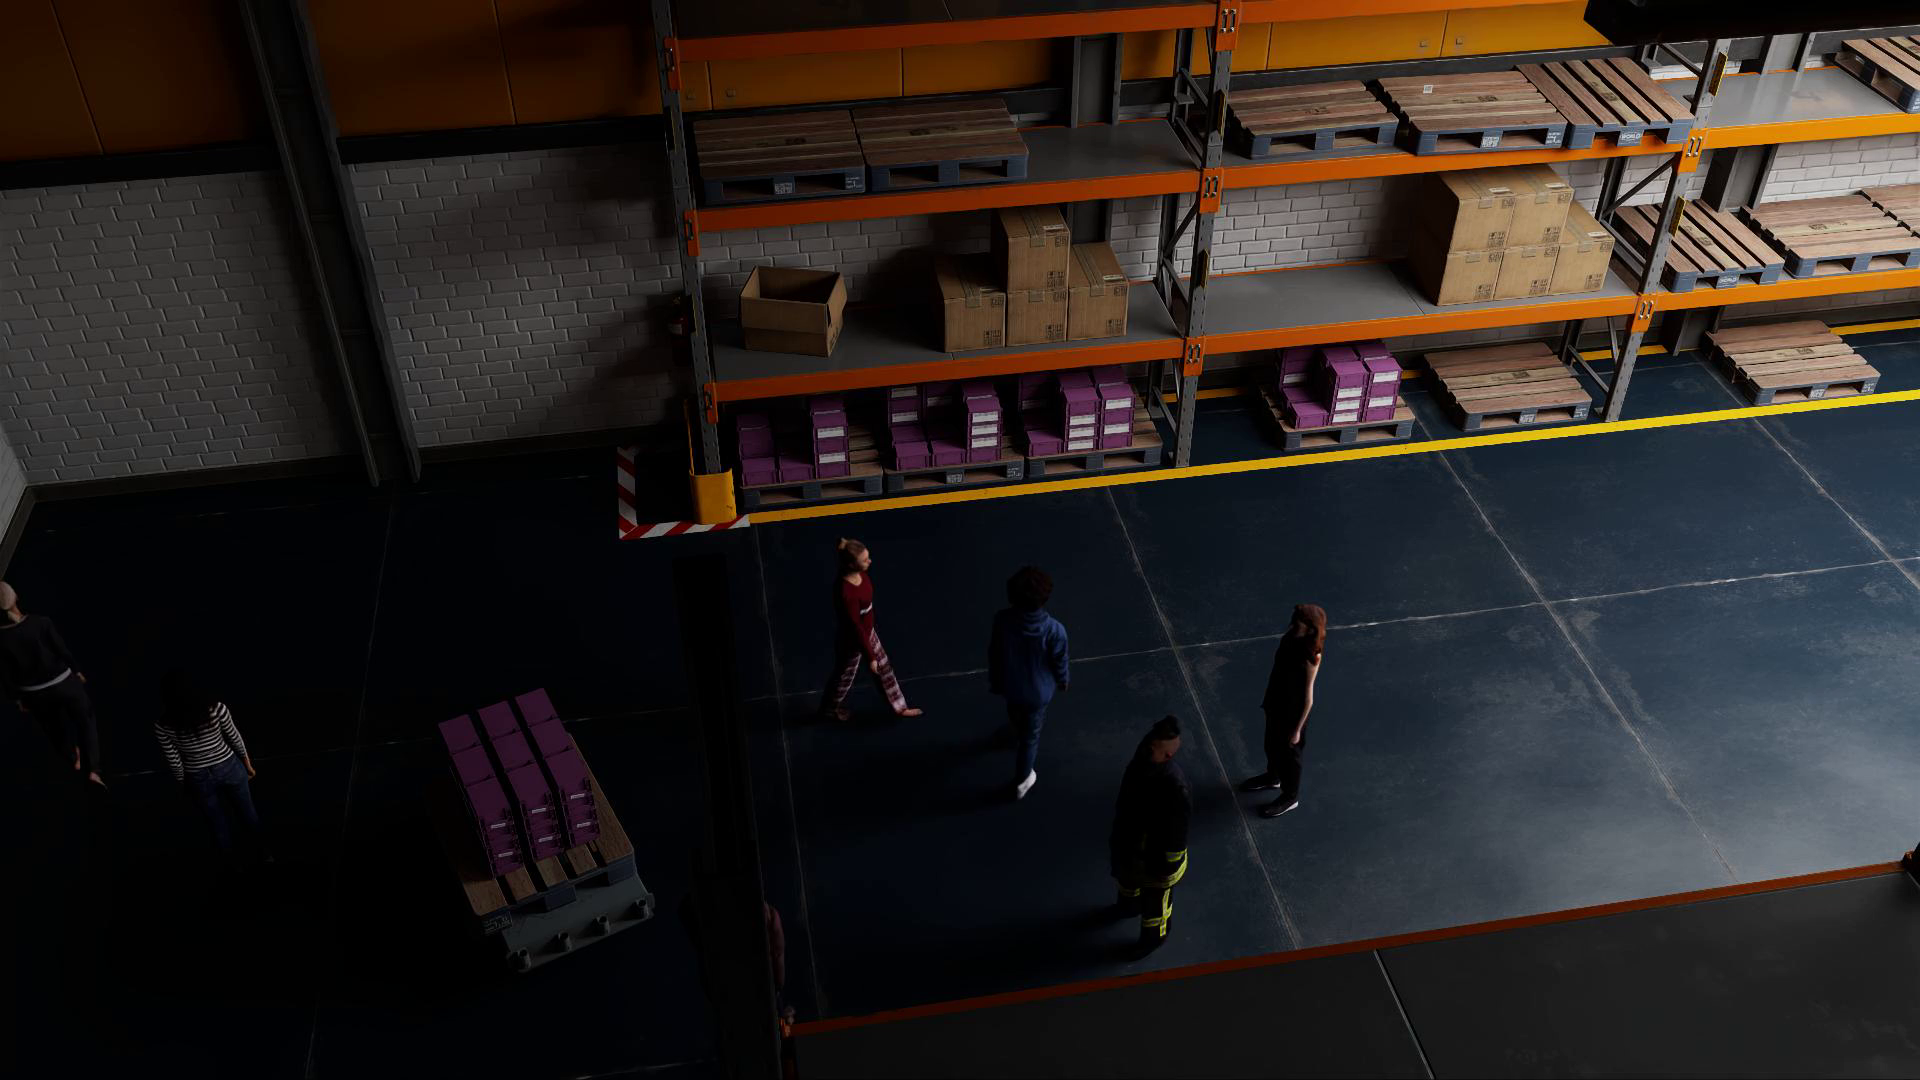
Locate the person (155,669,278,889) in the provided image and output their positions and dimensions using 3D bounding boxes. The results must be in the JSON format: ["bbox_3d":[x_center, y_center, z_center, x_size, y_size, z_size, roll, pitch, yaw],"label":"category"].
[{"bbox_3d":[-4.626,1.485,10.333,0.518,1.796,0.688,-18,42,-22],"label":"person"}]

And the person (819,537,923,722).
[{"bbox_3d":[-0.809,0.655,11.473,1.064,1.669,0.834,6,39,7],"label":"person"}]

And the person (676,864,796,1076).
[{"bbox_3d":[-1.248,2.438,9.119,0.929,1.821,0.958,4,39,5],"label":"person"}]

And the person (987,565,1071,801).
[{"bbox_3d":[0.408,0.986,10.969,1.075,1.781,1.064,14,41,17],"label":"person"}]

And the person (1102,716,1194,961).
[{"bbox_3d":[1.142,1.749,9.950,0.777,1.861,0.818,-15,41,-19],"label":"person"}]

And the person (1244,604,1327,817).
[{"bbox_3d":[2.172,1.085,10.871,0.581,1.748,0.614,-14,41,-16],"label":"person"}]

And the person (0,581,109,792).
[{"bbox_3d":[-6.041,0.991,11.022,0.933,1.707,0.842,-18,42,-21],"label":"person"}]
